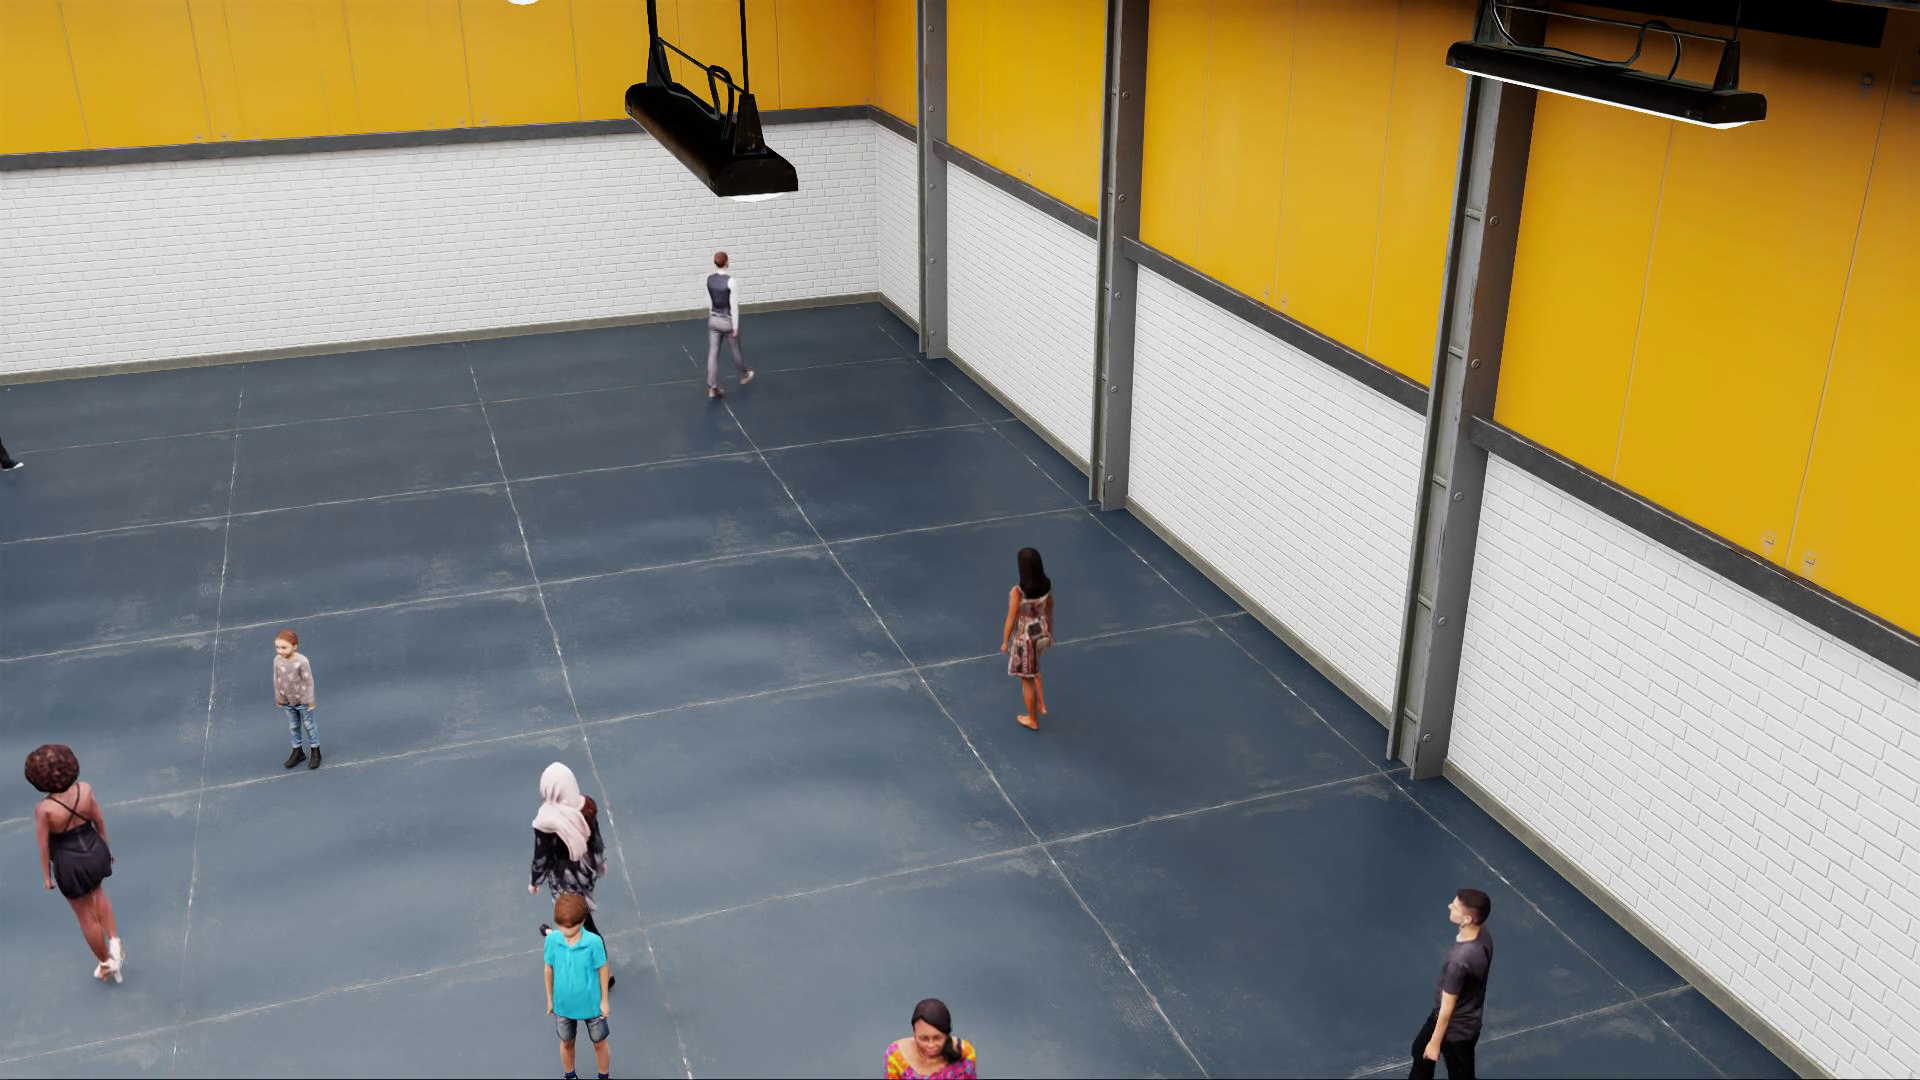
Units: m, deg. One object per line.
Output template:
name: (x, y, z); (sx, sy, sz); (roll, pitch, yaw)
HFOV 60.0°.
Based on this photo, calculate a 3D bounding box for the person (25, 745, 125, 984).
person: (-5.604, 2.128, 10.707); (0.779, 1.779, 0.722); (13, 27, 28)

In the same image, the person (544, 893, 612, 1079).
person: (-2.254, 2.693, 9.828); (0.588, 1.449, 0.595); (1, 24, 3)

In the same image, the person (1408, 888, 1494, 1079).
person: (2.867, 2.749, 9.347); (1.196, 1.732, 1.132); (11, 26, 23)

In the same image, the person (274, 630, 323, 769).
person: (-5.350, 1.265, 13.413); (0.547, 1.194, 0.574); (3, 24, 6)

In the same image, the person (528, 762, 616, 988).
person: (-2.437, 2.206, 10.749); (1.080, 1.603, 0.998); (13, 27, 26)

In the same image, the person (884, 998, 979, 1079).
person: (-0.143, 3.042, 8.753); (0.793, 1.671, 1.122); (-4, 24, -9)

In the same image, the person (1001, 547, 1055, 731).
person: (0.639, 0.852, 13.809); (0.750, 1.633, 0.793); (-21, 31, -39)

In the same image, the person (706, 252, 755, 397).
person: (-3.165, -2.804, 21.858); (1.214, 1.885, 1.267); (11, 26, 23)
